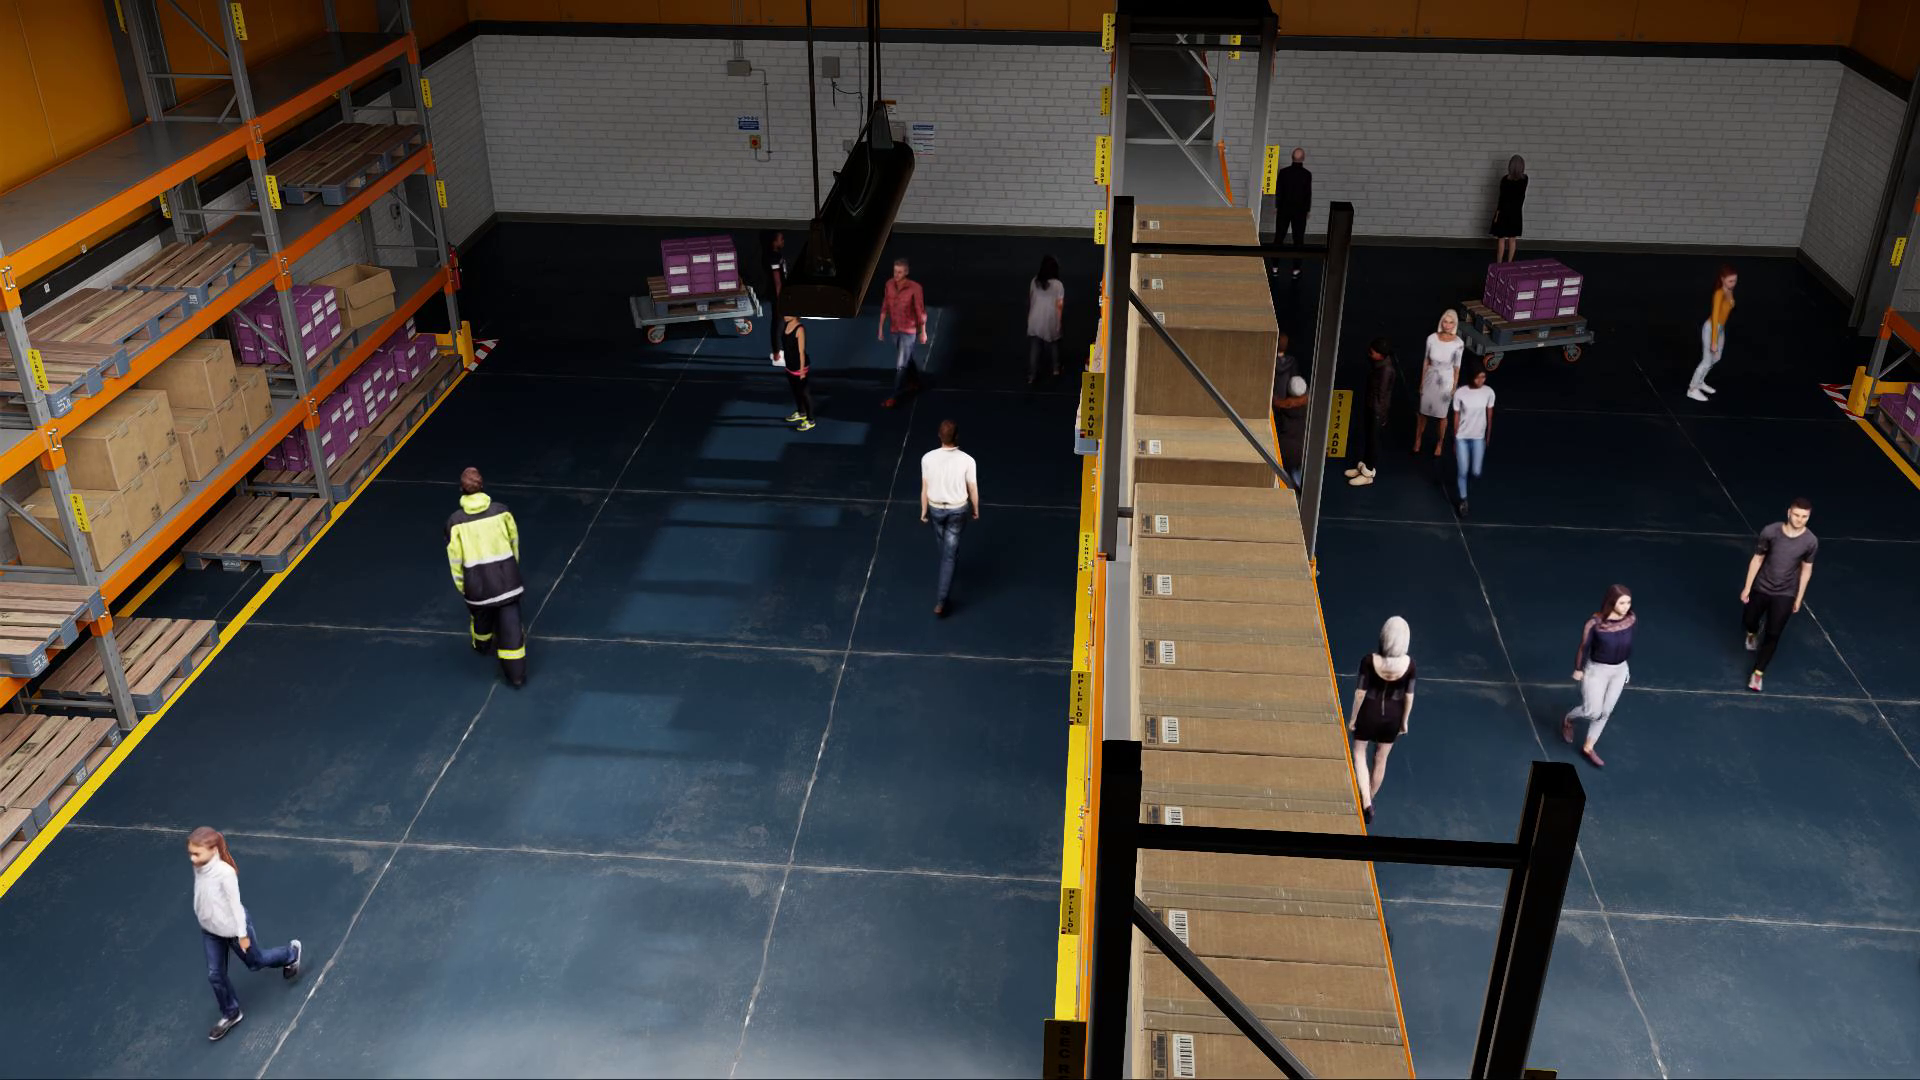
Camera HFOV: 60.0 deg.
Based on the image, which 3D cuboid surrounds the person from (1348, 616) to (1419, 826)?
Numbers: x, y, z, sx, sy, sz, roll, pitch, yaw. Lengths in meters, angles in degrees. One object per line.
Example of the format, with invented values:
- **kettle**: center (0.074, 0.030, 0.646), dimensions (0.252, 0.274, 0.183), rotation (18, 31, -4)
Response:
- **person**: center (3.147, 1.405, 12.458), dimensions (0.590, 1.819, 0.818), rotation (3, 29, 5)

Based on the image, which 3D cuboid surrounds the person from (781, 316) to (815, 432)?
- **person**: center (-1.861, -2.026, 19.032), dimensions (0.697, 1.546, 0.613), rotation (-16, 32, -26)

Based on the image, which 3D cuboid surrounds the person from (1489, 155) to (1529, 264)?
- **person**: center (7.760, -4.587, 23.518), dimensions (0.671, 1.747, 0.670), rotation (-7, 29, -13)

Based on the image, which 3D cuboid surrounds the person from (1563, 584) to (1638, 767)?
- **person**: center (5.131, 1.049, 13.342), dimensions (0.728, 1.596, 0.805), rotation (-8, 30, -14)

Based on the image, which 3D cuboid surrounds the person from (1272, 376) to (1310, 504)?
- **person**: center (3.348, -0.875, 16.843), dimensions (0.649, 1.622, 0.846), rotation (1, 29, 1)

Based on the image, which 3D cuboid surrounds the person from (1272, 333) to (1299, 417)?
- **person**: center (3.496, -1.544, 18.260), dimensions (0.588, 1.440, 0.701), rotation (-2, 29, -3)

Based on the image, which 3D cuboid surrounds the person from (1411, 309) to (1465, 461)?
- **person**: center (5.251, -1.723, 18.267), dimensions (0.630, 1.748, 0.624), rotation (13, 31, 23)

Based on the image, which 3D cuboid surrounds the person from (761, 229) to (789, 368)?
- **person**: center (-2.269, -3.029, 20.681), dimensions (0.728, 1.729, 0.571), rotation (-5, 29, -9)

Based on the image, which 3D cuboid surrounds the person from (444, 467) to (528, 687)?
- **person**: center (-4.013, 0.355, 14.263), dimensions (1.141, 1.933, 1.308), rotation (-12, 31, -21)

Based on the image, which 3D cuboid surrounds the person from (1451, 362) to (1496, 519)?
- **person**: center (5.206, -1.066, 17.114), dimensions (0.604, 1.697, 0.740), rotation (0, 29, 1)

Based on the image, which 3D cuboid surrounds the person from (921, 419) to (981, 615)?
- **person**: center (-0.127, -0.186, 15.392), dimensions (0.769, 1.801, 1.273), rotation (5, 29, 10)

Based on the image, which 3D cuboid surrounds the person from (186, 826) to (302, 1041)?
- **person**: center (-4.695, 2.464, 10.815), dimensions (0.721, 1.533, 1.041), rotation (12, 31, 20)

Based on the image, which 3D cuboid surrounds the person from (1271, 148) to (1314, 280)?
- **person**: center (4.689, -4.618, 23.484), dimensions (0.723, 1.835, 0.663), rotation (10, 30, 17)

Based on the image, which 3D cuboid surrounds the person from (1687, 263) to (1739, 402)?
- **person**: center (8.844, -2.438, 19.595), dimensions (0.848, 1.730, 0.729), rotation (14, 32, 24)

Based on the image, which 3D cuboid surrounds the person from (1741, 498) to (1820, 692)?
- **person**: center (7.033, 0.405, 14.367), dimensions (0.906, 1.745, 1.113), rotation (14, 32, 24)

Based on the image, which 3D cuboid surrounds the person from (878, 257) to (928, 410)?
- **person**: center (-0.598, -2.491, 19.632), dimensions (1.101, 1.789, 1.268), rotation (20, 35, 33)

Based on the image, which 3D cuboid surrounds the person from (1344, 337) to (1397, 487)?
- **person**: center (4.452, -1.387, 17.741), dimensions (0.662, 1.661, 0.592), rotation (15, 32, 26)

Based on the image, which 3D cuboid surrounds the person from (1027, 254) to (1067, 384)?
- **person**: center (0.999, -2.653, 20.145), dimensions (0.810, 1.581, 1.013), rotation (12, 31, 21)
